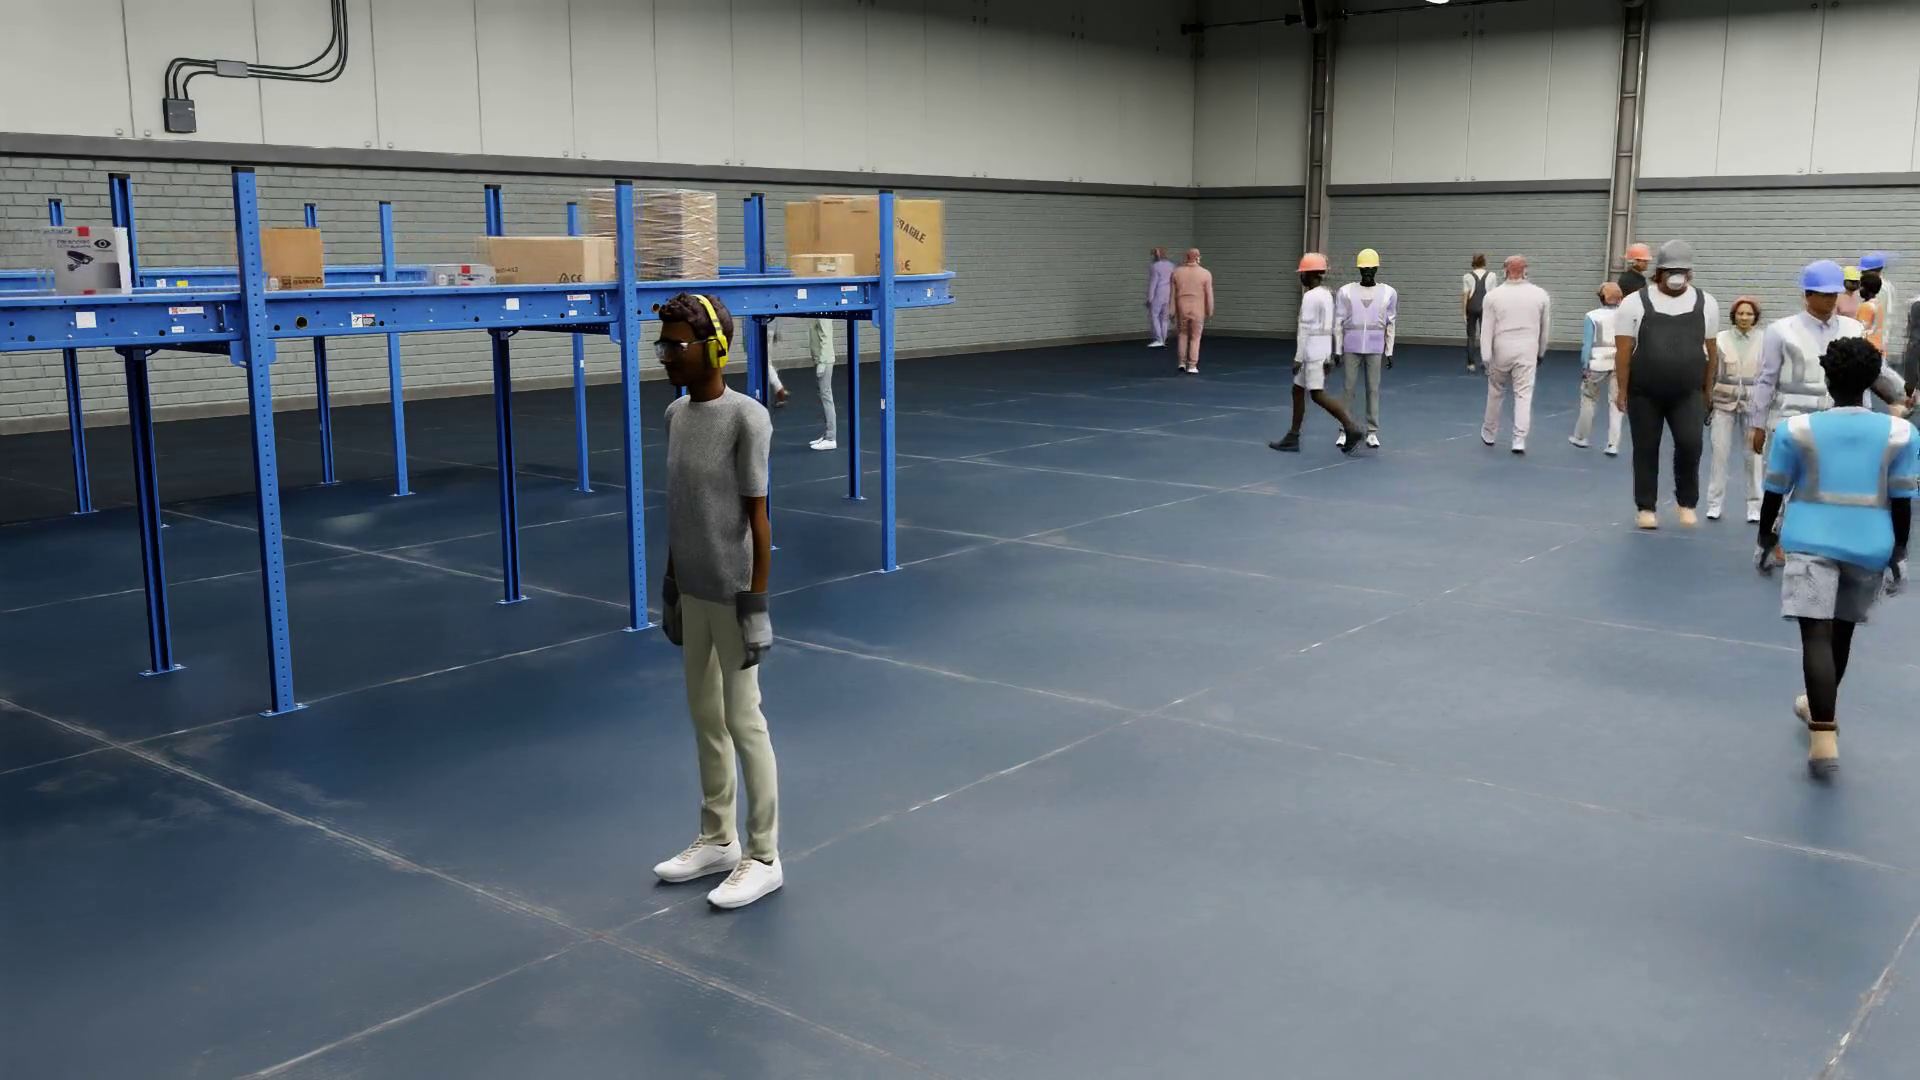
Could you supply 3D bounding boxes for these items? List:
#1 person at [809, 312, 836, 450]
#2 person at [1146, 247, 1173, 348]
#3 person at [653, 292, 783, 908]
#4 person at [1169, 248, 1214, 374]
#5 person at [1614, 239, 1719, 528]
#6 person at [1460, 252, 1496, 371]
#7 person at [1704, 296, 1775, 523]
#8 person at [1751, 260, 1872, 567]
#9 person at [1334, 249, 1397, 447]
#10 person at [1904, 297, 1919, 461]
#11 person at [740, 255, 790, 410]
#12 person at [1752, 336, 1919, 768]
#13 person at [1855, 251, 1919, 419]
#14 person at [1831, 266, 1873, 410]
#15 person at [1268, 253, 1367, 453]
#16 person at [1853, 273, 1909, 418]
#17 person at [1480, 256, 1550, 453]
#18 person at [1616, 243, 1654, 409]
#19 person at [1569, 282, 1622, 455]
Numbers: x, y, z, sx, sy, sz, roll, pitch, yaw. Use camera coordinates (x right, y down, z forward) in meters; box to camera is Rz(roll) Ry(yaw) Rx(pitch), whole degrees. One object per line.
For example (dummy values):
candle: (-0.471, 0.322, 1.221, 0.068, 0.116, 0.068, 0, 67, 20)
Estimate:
person: (-1.350, -1.702, 16.160, 0.276, 1.631, 0.507, -1, 10, -5)
person: (3.755, -4.539, 31.210, 0.446, 1.884, 0.698, 10, 14, 43)
person: (-0.752, 0.180, 5.111, 0.318, 1.865, 0.519, -10, 14, -43)
person: (3.545, -3.480, 25.309, 0.662, 1.888, 0.623, 4, 11, 23)
person: (4.924, -1.069, 11.639, 0.697, 2.000, 0.559, 3, 11, 15)
person: (7.994, -3.518, 25.655, 0.541, 1.834, 0.542, 2, 10, 10)
person: (5.617, -0.942, 11.992, 0.519, 1.618, 0.338, 5, 11, 25)
person: (5.086, -0.726, 10.018, 0.606, 1.910, 0.950, -1, 10, -3)
person: (3.972, -1.882, 16.335, 0.585, 1.929, 0.370, 2, 10, 12)
person: (7.908, -1.334, 13.386, 0.591, 1.904, 0.447, -3, 11, -14)
person: (-2.305, -2.402, 19.221, 0.482, 1.925, 0.653, 6, 12, 32)
person: (3.403, 0.036, 6.485, 0.537, 1.647, 0.924, 3, 11, 16)
person: (10.372, -2.297, 18.730, 0.927, 1.904, 0.615, 6, 12, 29)
person: (10.394, -2.355, 19.583, 0.530, 1.712, 0.845, -3, 11, -16)
person: (3.437, -1.773, 15.823, 0.912, 1.909, 0.545, 5, 11, 25)
person: (9.893, -2.046, 18.006, 0.778, 1.678, 0.535, 8, 13, 36)
person: (5.331, -1.789, 16.038, 0.655, 1.867, 0.963, 2, 10, 10)
person: (7.943, -2.499, 19.642, 0.651, 1.971, 0.457, -10, 14, -43)
person: (6.115, -1.635, 15.836, 0.525, 1.615, 0.752, 0, 10, 0)
